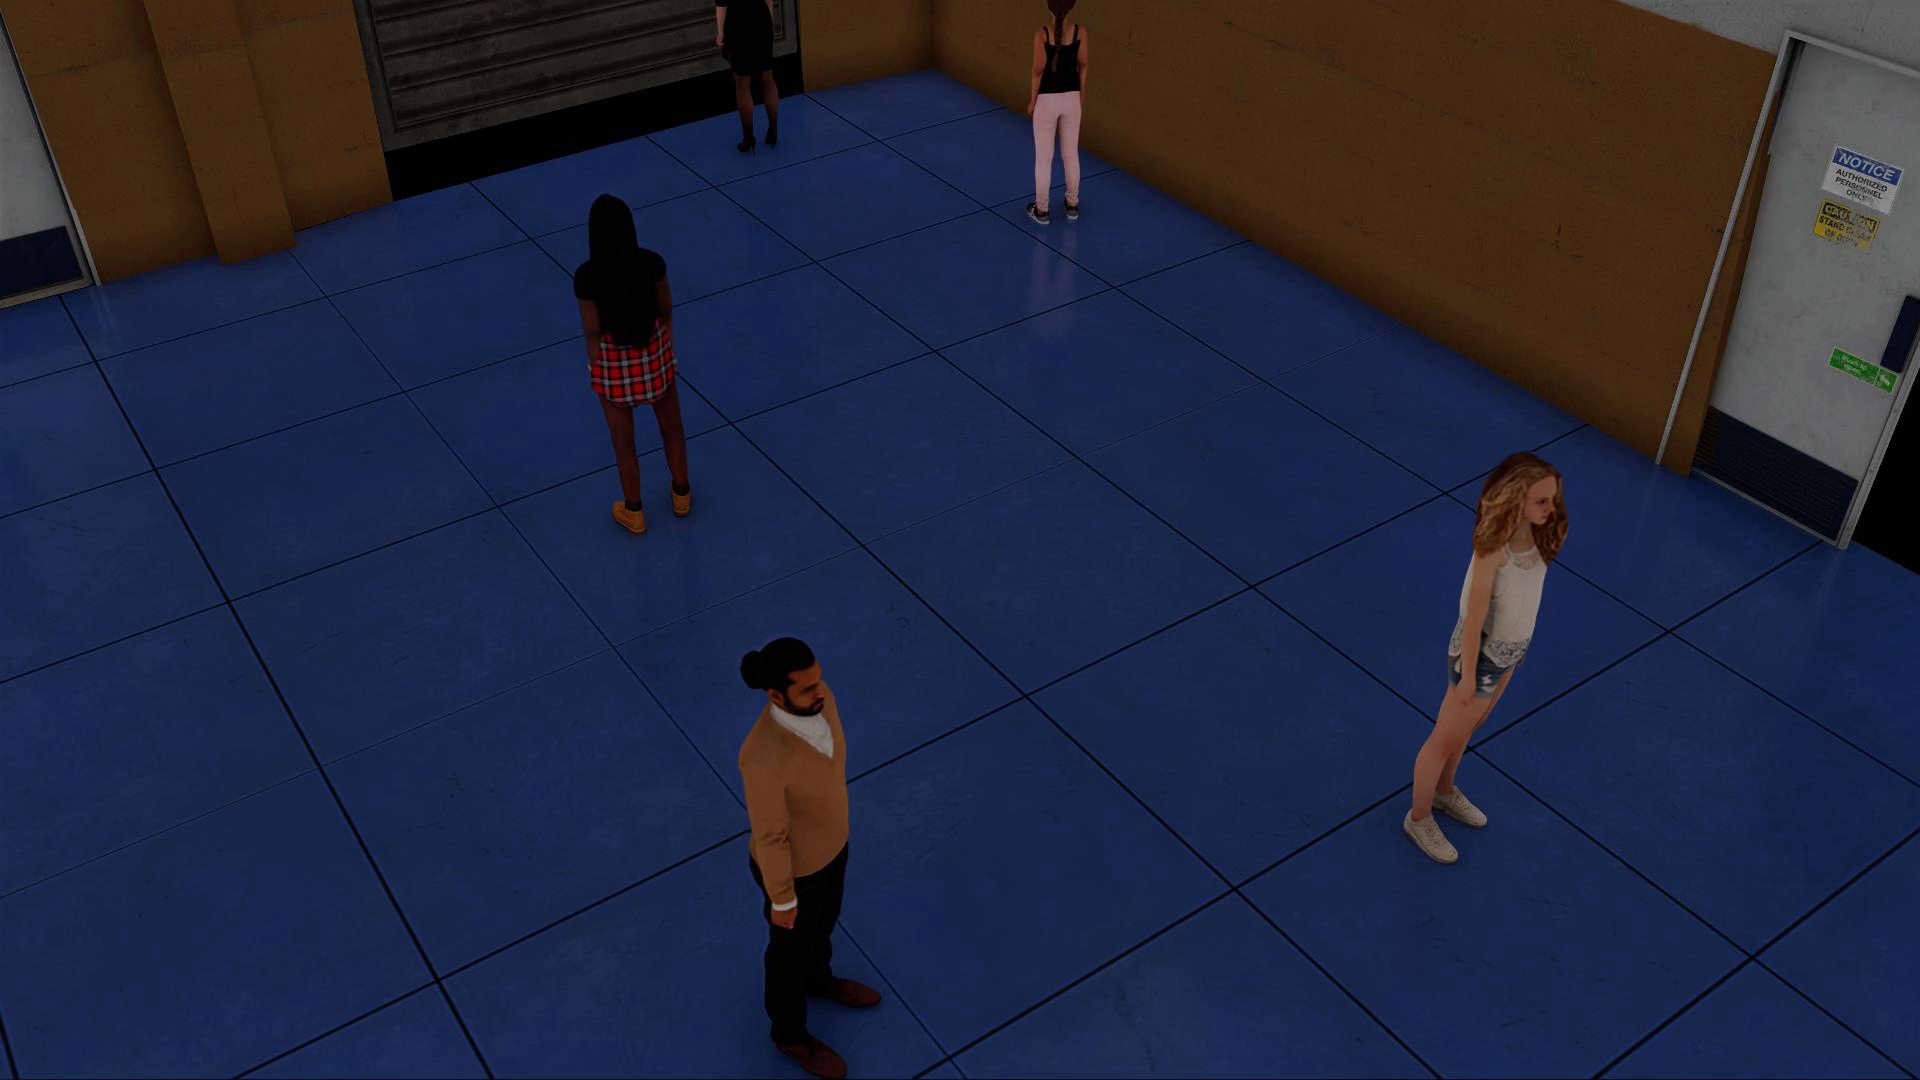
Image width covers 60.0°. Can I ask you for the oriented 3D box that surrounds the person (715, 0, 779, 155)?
[{"bbox_3d":[-1.448,-3.477,11.345,0.440,1.705,0.654,-20,41,-25],"label":"person"}]

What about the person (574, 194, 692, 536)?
[{"bbox_3d":[-1.528,-0.812,7.790,0.548,1.728,0.687,-19,41,-23],"label":"person"}]

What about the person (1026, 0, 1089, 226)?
[{"bbox_3d":[0.619,-2.765,10.527,0.541,1.565,0.655,-9,38,-12],"label":"person"}]

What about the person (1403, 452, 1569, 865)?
[{"bbox_3d":[1.909,0.423,6.118,0.672,1.759,0.513,30,46,33],"label":"person"}]

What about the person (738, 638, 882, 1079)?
[{"bbox_3d":[-0.506,1.000,5.354,0.815,1.754,0.724,11,38,14],"label":"person"}]
